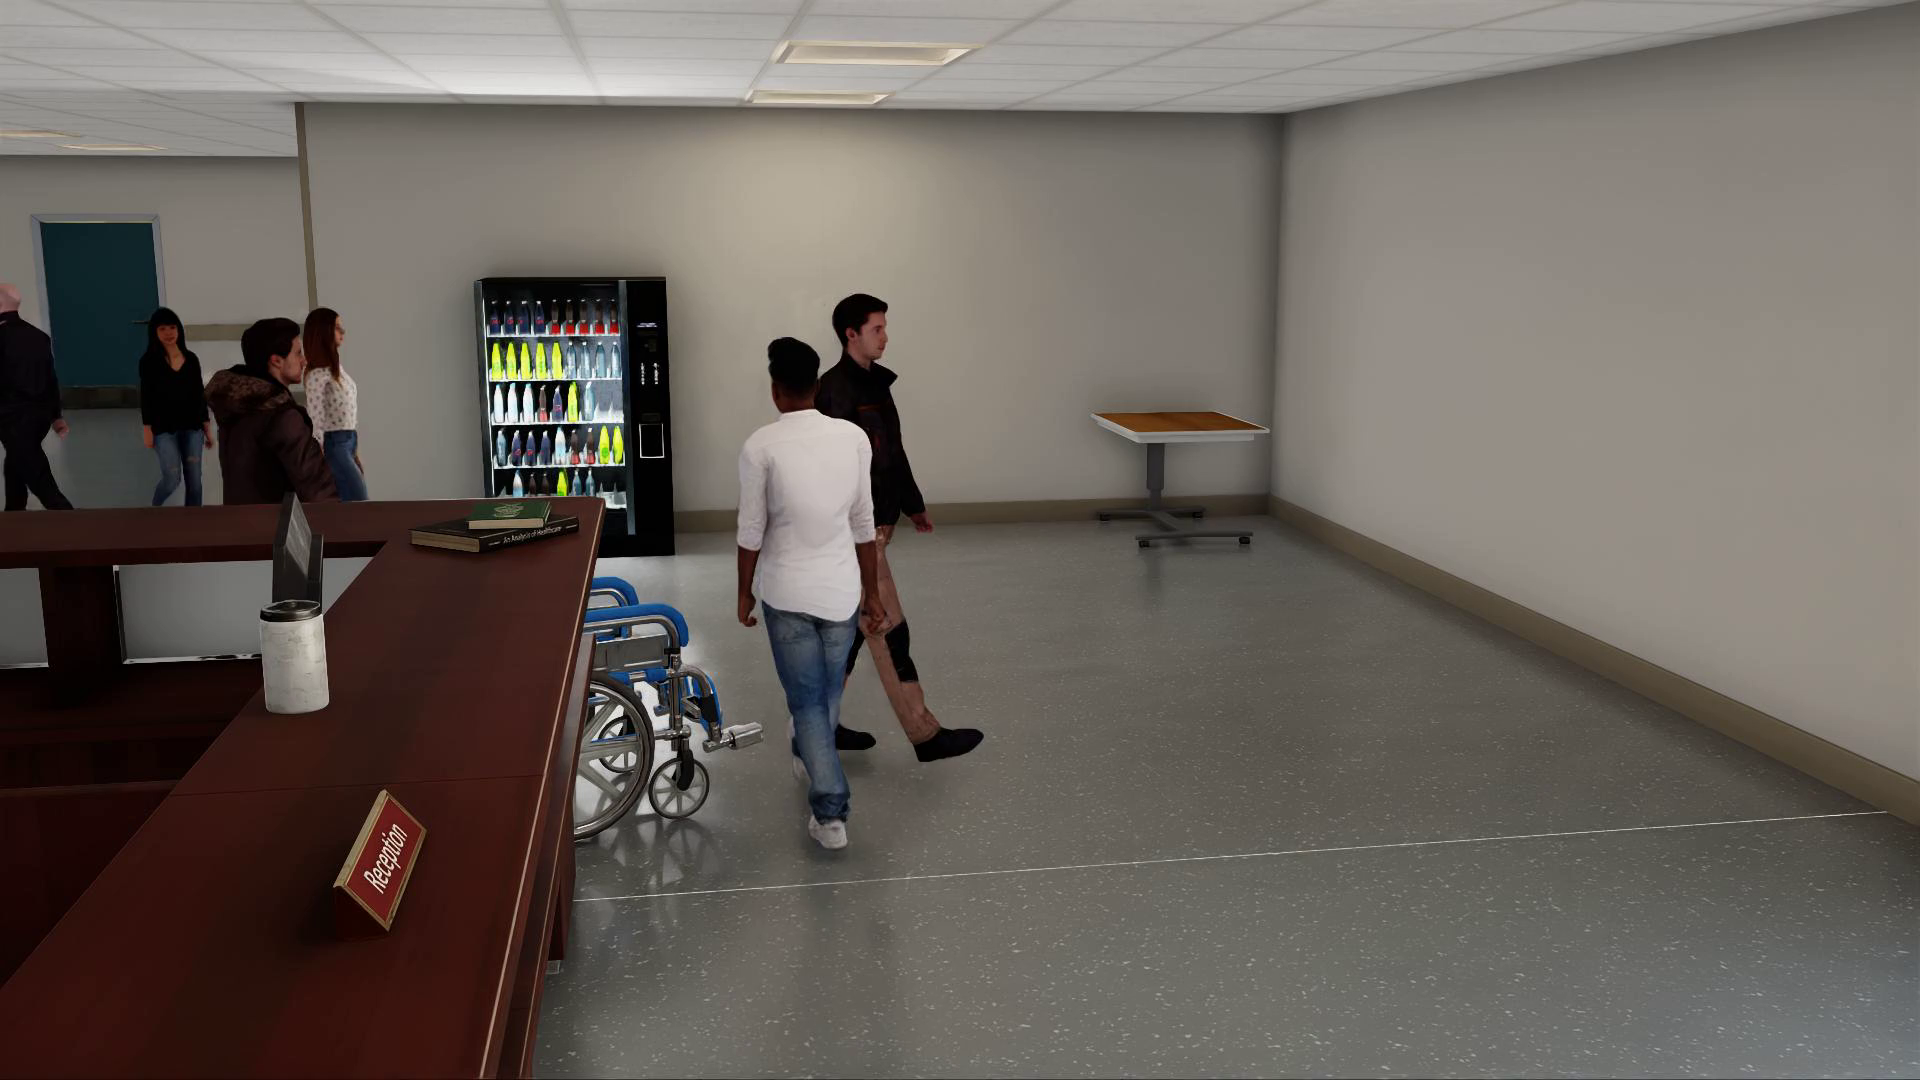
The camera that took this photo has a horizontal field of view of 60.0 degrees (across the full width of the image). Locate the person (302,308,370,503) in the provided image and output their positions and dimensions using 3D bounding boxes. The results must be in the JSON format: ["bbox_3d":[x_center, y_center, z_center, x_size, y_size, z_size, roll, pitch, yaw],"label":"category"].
[{"bbox_3d":[-3.685,-0.449,9.539,1.097,1.698,0.595,-1,11,-8],"label":"person"}]

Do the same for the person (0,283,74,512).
[{"bbox_3d":[-5.848,-0.684,10.553,1.285,1.782,0.890,1,11,7],"label":"person"}]

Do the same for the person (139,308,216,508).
[{"bbox_3d":[-5.388,-0.760,11.358,0.912,1.631,0.873,9,14,38],"label":"person"}]

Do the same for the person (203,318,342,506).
[{"bbox_3d":[-2.706,0.086,6.397,1.071,1.819,0.964,-7,13,-34],"label":"person"}]

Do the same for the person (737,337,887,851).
[{"bbox_3d":[-0.510,0.216,5.877,1.164,1.757,0.892,-4,12,-21],"label":"person"}]

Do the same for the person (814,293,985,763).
[{"bbox_3d":[-0.489,-0.029,6.794,1.173,1.895,0.957,2,11,13],"label":"person"}]
